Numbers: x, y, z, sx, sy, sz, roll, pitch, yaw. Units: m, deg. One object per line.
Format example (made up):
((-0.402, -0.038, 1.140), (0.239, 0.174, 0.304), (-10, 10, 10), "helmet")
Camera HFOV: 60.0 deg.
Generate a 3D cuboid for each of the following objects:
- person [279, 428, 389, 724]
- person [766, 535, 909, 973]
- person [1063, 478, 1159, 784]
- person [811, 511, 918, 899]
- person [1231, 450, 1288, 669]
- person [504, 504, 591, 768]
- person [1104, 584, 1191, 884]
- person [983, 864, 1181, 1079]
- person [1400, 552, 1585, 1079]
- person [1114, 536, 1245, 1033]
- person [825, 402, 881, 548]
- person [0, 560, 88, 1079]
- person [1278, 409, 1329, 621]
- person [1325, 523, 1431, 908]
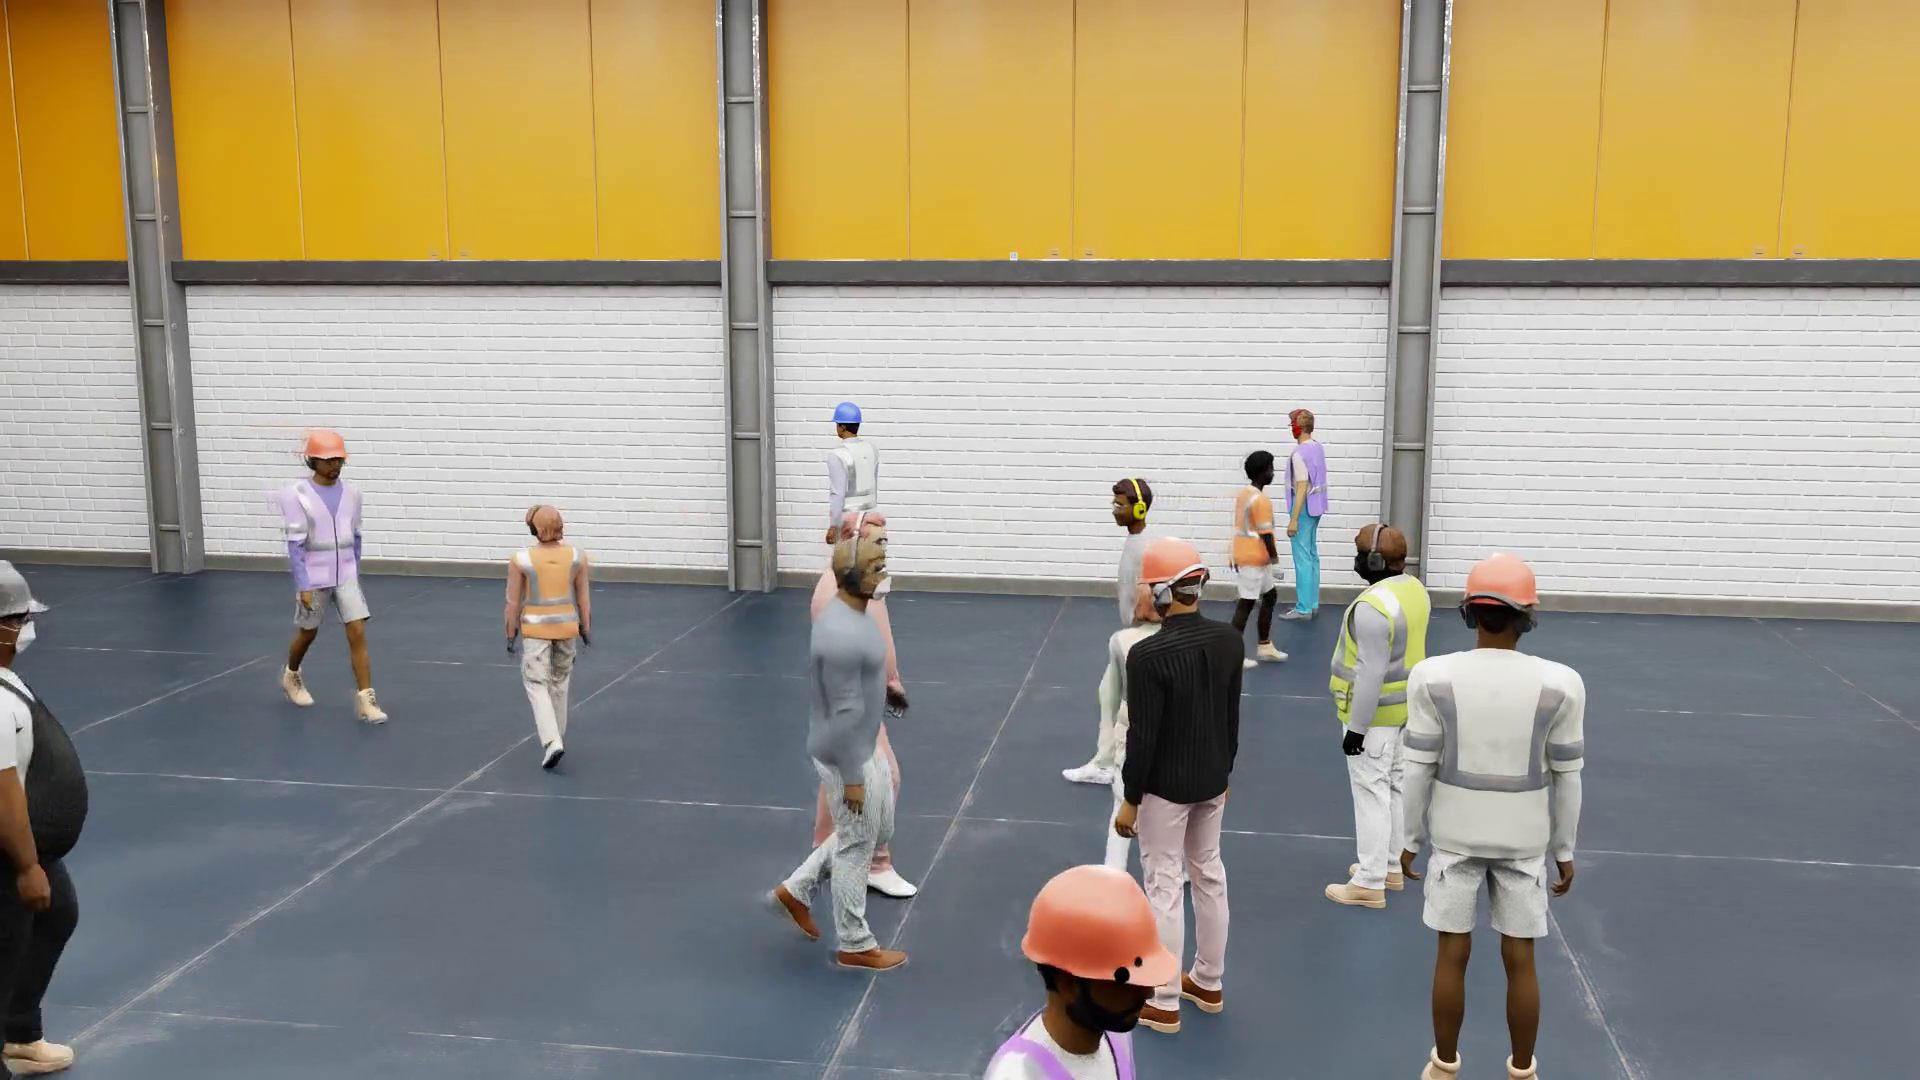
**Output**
((-4.324, 0.223, 11.293), (1.054, 2.001, 0.599), (8, 12, 41), "person")
((-0.525, 0.926, 7.143), (0.530, 1.927, 0.629), (1, 9, 3), "person")
((0.899, 0.565, 9.588), (0.689, 1.849, 0.568), (-1, 9, -5), "person")
((-0.429, 0.791, 8.119), (0.732, 1.878, 0.675), (1, 9, 6), "person")
((2.322, 0.160, 12.638), (0.650, 1.677, 0.541), (0, 9, 1), "person")
((-2.533, 0.576, 10.267), (0.530, 1.616, 0.730), (-6, 11, -32), "person")
((0.923, 0.963, 7.953), (0.523, 1.588, 0.898), (6, 11, 32), "person")
((0.317, 1.564, 3.293), (0.949, 1.891, 0.574), (4, 10, 23), "person")
((1.895, 1.056, 5.980), (0.611, 2.040, 0.392), (2, 10, 15), "person")
((0.865, 0.972, 6.671), (0.609, 1.986, 0.391), (-7, 12, -38), "person")
((-0.901, -0.177, 13.868), (0.395, 1.949, 0.602), (6, 11, 33), "person")
((-3.416, 1.061, 5.955), (0.564, 2.000, 0.698), (-5, 11, -30), "person")
((2.998, -0.215, 14.429), (0.372, 1.840, 0.570), (5, 10, 28), "person")
((1.993, 0.832, 7.983), (0.429, 1.841, 0.634), (6, 11, 34), "person")
